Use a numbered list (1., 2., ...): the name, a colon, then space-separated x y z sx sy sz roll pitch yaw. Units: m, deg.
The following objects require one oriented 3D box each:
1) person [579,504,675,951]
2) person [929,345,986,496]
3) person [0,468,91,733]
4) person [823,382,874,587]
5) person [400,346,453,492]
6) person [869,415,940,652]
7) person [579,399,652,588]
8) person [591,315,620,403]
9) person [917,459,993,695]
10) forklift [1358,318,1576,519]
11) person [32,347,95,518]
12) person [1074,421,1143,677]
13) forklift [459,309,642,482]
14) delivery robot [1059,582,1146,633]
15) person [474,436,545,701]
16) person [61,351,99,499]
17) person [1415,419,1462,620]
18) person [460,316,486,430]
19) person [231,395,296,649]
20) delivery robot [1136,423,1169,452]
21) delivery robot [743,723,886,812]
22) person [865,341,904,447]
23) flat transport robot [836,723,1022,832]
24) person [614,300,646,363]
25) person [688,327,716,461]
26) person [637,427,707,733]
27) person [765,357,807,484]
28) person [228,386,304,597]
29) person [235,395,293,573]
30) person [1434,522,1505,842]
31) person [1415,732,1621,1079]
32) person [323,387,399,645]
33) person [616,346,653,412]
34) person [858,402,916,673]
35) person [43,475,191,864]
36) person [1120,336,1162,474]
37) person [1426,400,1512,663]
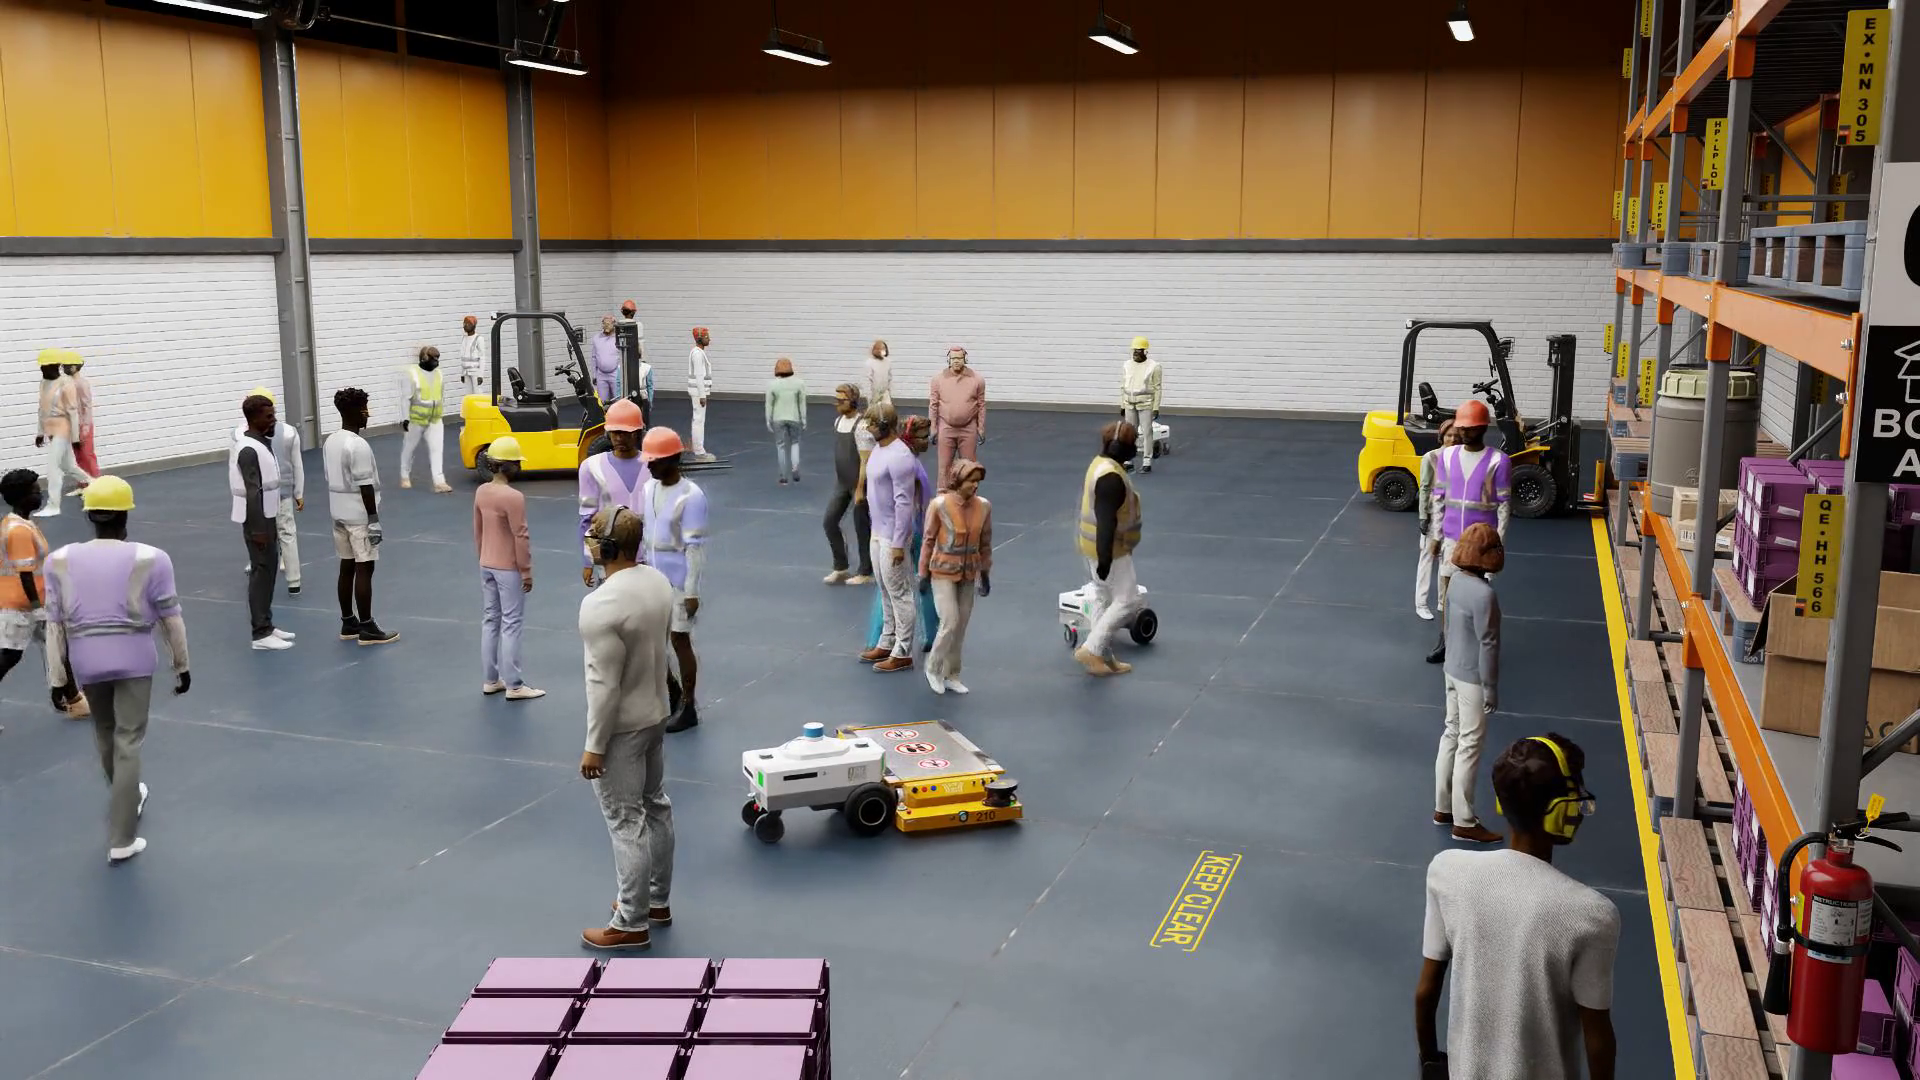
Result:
1. person: -1.446 0.804 7.180 0.372 1.940 0.629 3 10 14
2. person: -0.028 -1.249 18.831 0.648 1.907 0.401 0 10 -1
3. person: -5.864 0.380 10.362 0.846 1.665 0.543 -5 11 -25
4. person: -0.992 -0.473 14.702 0.578 1.826 0.512 -10 14 -43
5. person: -6.670 -1.500 20.586 0.966 1.794 0.691 10 14 43
6. person: -0.344 -0.012 12.240 0.743 1.824 0.560 -3 11 -18
7. person: -2.161 0.098 10.868 0.615 2.039 0.382 -4 11 -22
8. person: -5.627 -2.650 26.711 0.647 1.913 0.409 2 10 10
9. person: -0.029 0.254 11.169 0.518 1.615 0.381 -8 13 -37
10. forklift: 5.787 -1.437 19.079 2.313 2.155 1.214 3 11 19
11. person: -10.122 -1.239 18.799 0.586 1.898 0.877 8 13 36
12. person: 1.056 0.072 11.622 0.433 1.823 0.648 0 10 -2
13. forklift: -5.354 -1.902 21.697 2.313 2.155 1.214 -2 10 -13
14. delivery robot: 1.084 0.482 12.625 0.707 0.478 0.477 -9 13 -41
15. person: -3.034 0.187 11.146 0.529 1.765 0.327 9 13 41
16. person: -10.587 -1.379 19.961 0.526 1.769 0.316 8 13 37
17. person: 3.940 -0.170 13.516 0.521 1.636 0.311 -4 11 -24
18. person: -7.951 -2.708 27.115 0.575 1.885 0.355 8 13 39
19. person: -5.268 -0.138 12.549 0.402 1.917 0.617 -3 10 -16
20. delivery robot: 2.721 -1.517 23.883 0.477 0.478 0.707 6 12 32
21. delivery robot: -0.758 1.192 8.623 0.707 0.478 0.477 -4 11 -22
22. person: -1.145 -2.156 24.786 0.525 1.595 0.801 -8 13 -37
23. flat transport robot: -0.213 1.271 9.244 0.652 0.197 1.431 -3 11 -19
24. person: -5.933 -3.294 29.957 0.608 2.046 0.368 3 11 17
25. person: -3.657 -2.060 23.464 0.358 1.883 0.572 -2 10 -11
26. person: -1.806 0.252 10.331 0.579 1.916 0.419 8 13 38
27. person: -2.207 -1.509 21.078 0.527 1.619 0.355 -2 10 -14
28. person: -5.931 -0.396 14.235 0.600 1.829 0.404 -7 12 -33
29. person: -6.451 -0.540 15.433 0.532 1.697 0.319 -1 10 -8
30. person: 2.625 0.718 8.514 0.276 1.636 0.507 -1 10 -5
31. person: 1.363 1.388 4.098 0.526 1.865 0.315 10 14 44
32. person: -4.591 -0.184 12.669 0.607 1.966 0.367 10 14 43
33. person: -4.572 -1.929 23.415 0.513 1.640 0.309 -2 10 -13
34. person: -0.504 -0.021 11.846 0.379 1.933 0.629 -3 11 -17
35. person: -4.232 0.611 8.425 0.612 1.876 0.955 -1 10 -8
36. person: 2.384 -1.795 22.109 0.589 1.834 0.404 7 12 35
37. person: 3.652 -0.041 11.943 0.548 1.937 0.379 8 13 38
